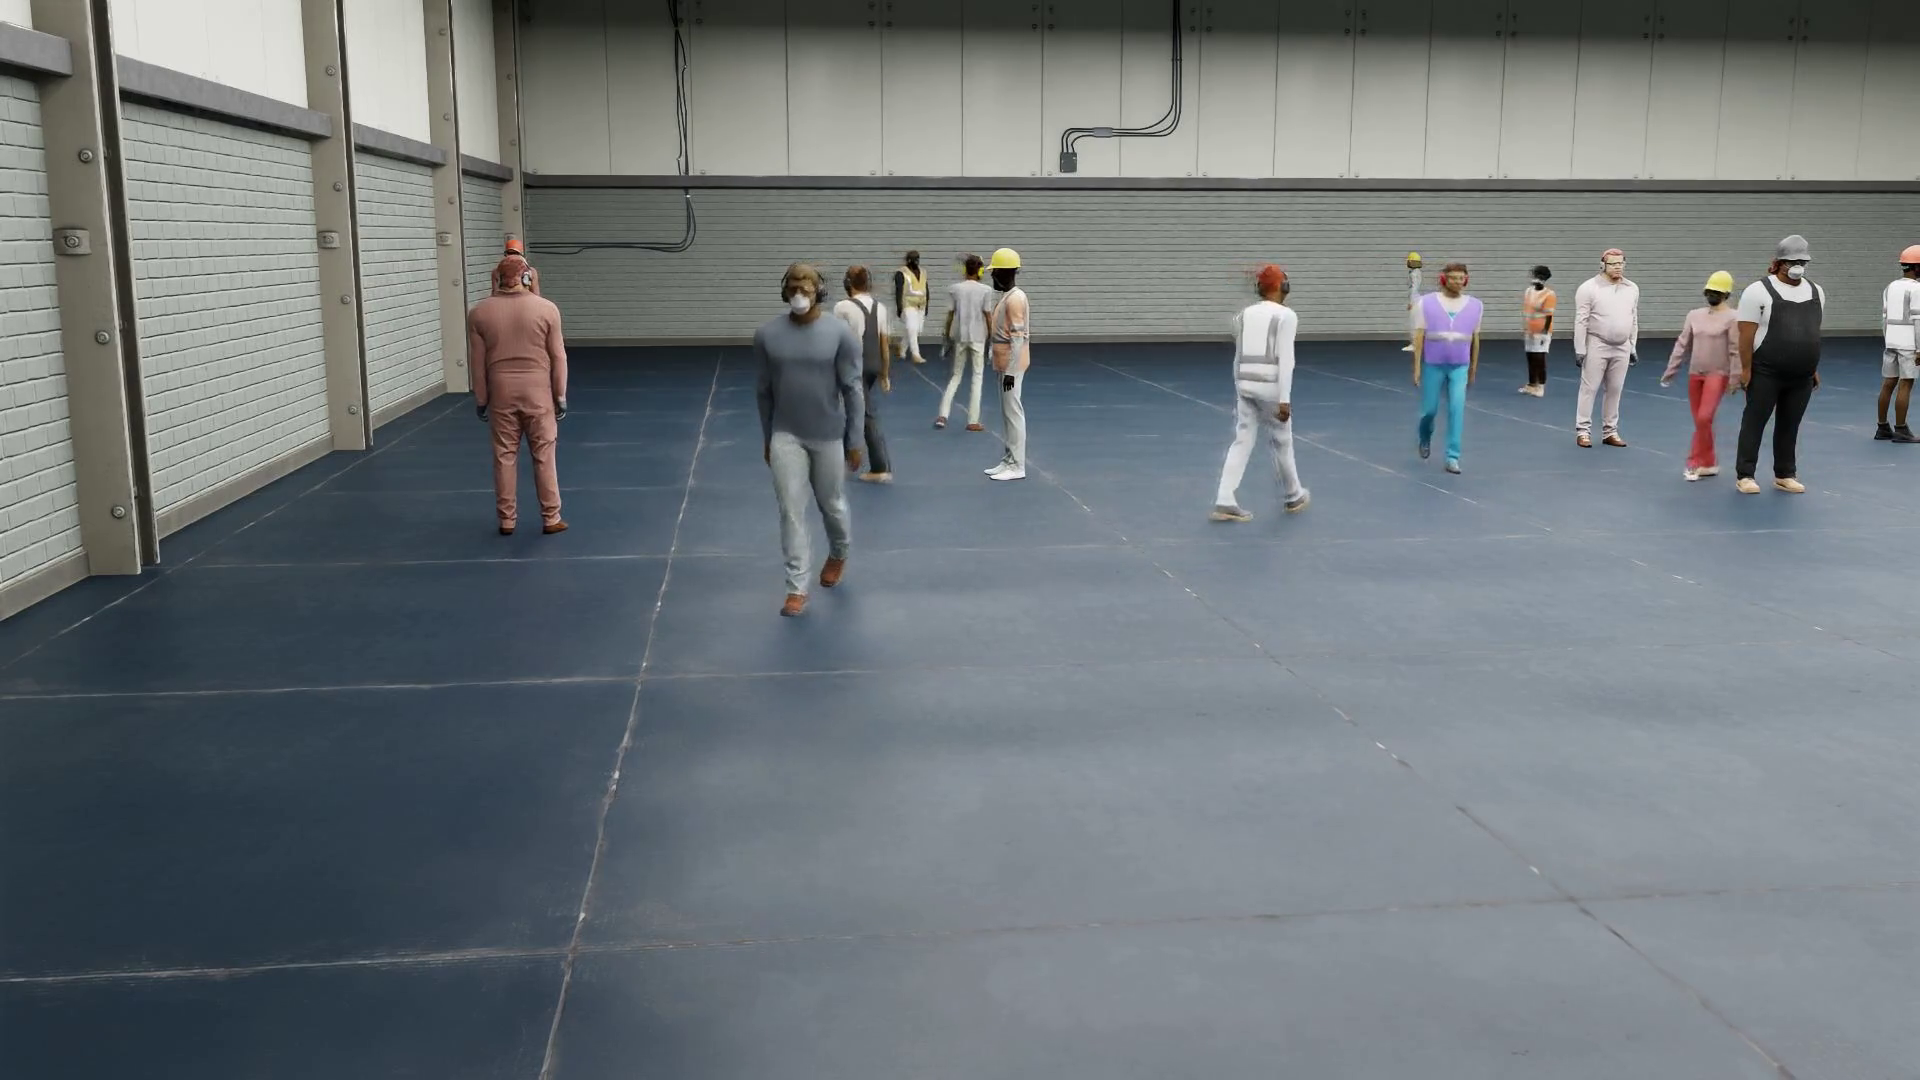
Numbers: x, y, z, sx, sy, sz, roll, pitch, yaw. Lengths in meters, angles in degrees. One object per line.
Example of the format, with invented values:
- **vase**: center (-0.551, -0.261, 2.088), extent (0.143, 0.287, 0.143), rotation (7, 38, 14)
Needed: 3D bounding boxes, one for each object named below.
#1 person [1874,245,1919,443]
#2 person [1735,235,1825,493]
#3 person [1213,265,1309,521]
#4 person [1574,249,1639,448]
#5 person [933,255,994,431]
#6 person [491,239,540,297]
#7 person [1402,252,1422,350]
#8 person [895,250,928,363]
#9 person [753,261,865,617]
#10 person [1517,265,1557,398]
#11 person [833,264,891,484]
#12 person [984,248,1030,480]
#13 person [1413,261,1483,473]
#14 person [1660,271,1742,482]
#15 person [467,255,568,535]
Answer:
- **person**: center (9.334, -1.926, 16.413), extent (0.359, 1.938, 0.545), rotation (-1, 10, -7)
- **person**: center (6.498, -1.374, 13.104), extent (0.688, 2.000, 0.536), rotation (-1, 10, -7)
- **person**: center (2.202, -1.052, 11.956), extent (0.985, 1.820, 0.649), rotation (-8, 13, -37)
- **person**: center (6.245, -1.841, 16.035), extent (0.654, 1.906, 0.406), rotation (-2, 10, -10)
- **person**: center (0.038, -2.046, 17.384), extent (0.666, 1.838, 0.490), rotation (4, 11, 23)
- **person**: center (-5.829, -2.953, 21.883), extent (0.617, 1.993, 0.396), rotation (-2, 10, -10)
- **person**: center (8.083, -4.256, 29.721), extent (0.295, 1.744, 0.485), rotation (4, 11, 21)
- **person**: center (-0.800, -3.798, 27.013), extent (0.631, 1.821, 0.770), rotation (-9, 13, -39)
- **person**: center (-0.811, -0.586, 9.197), extent (0.632, 1.909, 0.928), rotation (2, 10, 9)
- **person**: center (7.287, -2.643, 21.086), extent (0.357, 1.664, 0.686), rotation (-3, 11, -17)
- **person**: center (-0.906, -1.382, 13.826), extent (0.970, 1.790, 0.532), rotation (9, 14, 40)
- **person**: center (0.394, -1.463, 13.905), extent (0.369, 1.927, 0.589), rotation (-1, 10, -6)
- **person**: center (4.230, -1.520, 14.500), extent (0.580, 1.825, 0.732), rotation (1, 10, 7)
- **person**: center (6.217, -1.364, 13.896), extent (0.504, 1.745, 0.608), rotation (-5, 12, -27)
- **person**: center (-2.980, -0.976, 11.312), extent (0.636, 1.902, 0.405), rotation (-1, 10, -4)
